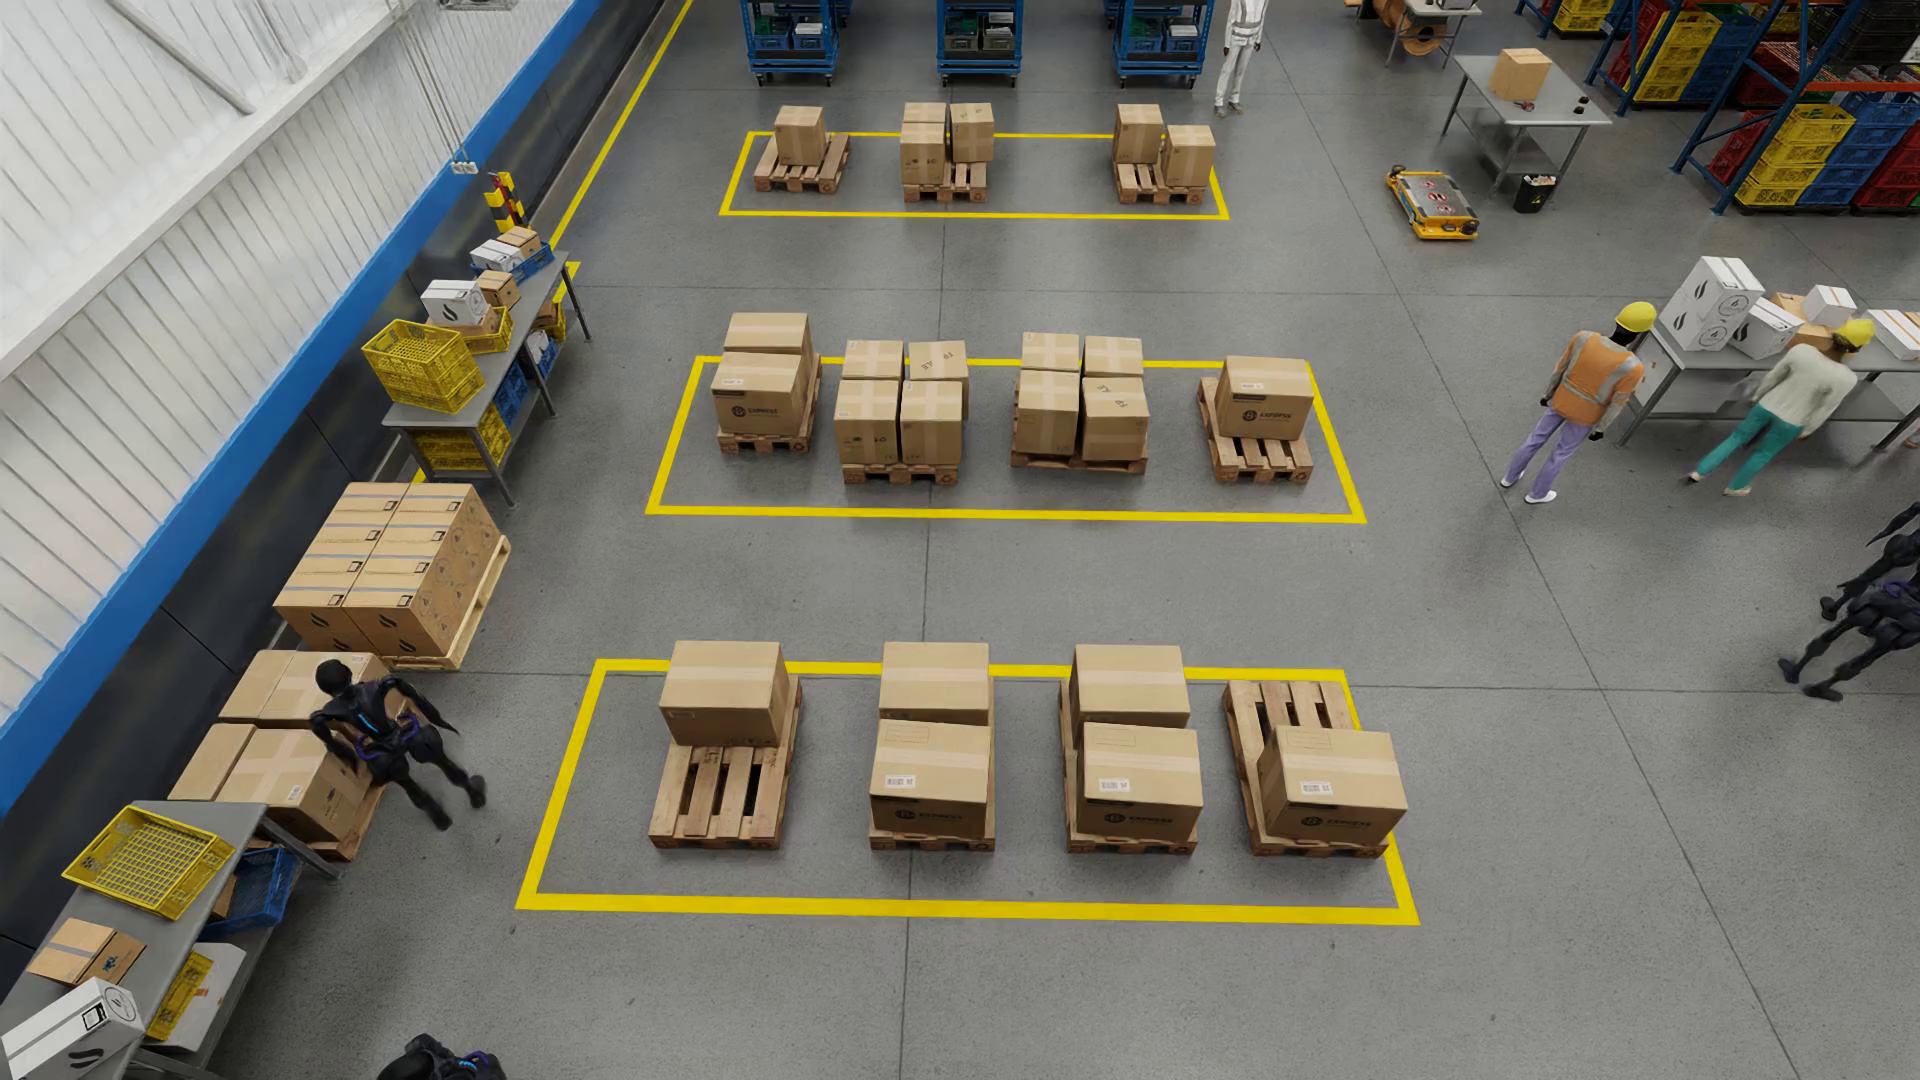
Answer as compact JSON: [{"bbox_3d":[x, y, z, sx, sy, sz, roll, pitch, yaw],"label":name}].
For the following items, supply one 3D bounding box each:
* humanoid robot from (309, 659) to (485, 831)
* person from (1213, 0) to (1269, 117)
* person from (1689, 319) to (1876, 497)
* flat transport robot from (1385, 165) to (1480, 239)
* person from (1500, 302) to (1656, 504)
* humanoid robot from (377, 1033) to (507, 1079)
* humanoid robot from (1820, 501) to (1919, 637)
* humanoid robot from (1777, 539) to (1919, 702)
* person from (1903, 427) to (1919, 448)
[{"bbox_3d":[-3.407,1.218,5.540,0.586,1.657,0.354,-31,56,-24],"label":"humanoid robot"},{"bbox_3d":[3.775,-6.663,12.234,0.571,1.882,0.356,-17,51,-14],"label":"person"},{"bbox_3d":[6.705,-1.043,7.452,0.336,1.776,0.528,-17,51,-14],"label":"person"},{"bbox_3d":[5.692,-4.094,11.059,0.652,0.197,1.431,1,49,1],"label":"flat transport robot"},{"bbox_3d":[4.959,-1.074,7.367,0.359,1.927,0.585,-24,53,-20],"label":"person"},{"bbox_3d":[-2.257,2.661,4.288,0.331,1.657,0.599,-33,57,-25],"label":"humanoid robot"},{"bbox_3d":[6.963,0.049,6.557,0.581,1.651,0.327,30,55,23],"label":"humanoid robot"},{"bbox_3d":[6.308,0.495,6.174,0.418,1.641,0.692,-21,52,-17],"label":"humanoid robot"},{"bbox_3d":[8.954,-1.468,7.663,0.394,1.991,0.621,-37,58,-27],"label":"person"}]
